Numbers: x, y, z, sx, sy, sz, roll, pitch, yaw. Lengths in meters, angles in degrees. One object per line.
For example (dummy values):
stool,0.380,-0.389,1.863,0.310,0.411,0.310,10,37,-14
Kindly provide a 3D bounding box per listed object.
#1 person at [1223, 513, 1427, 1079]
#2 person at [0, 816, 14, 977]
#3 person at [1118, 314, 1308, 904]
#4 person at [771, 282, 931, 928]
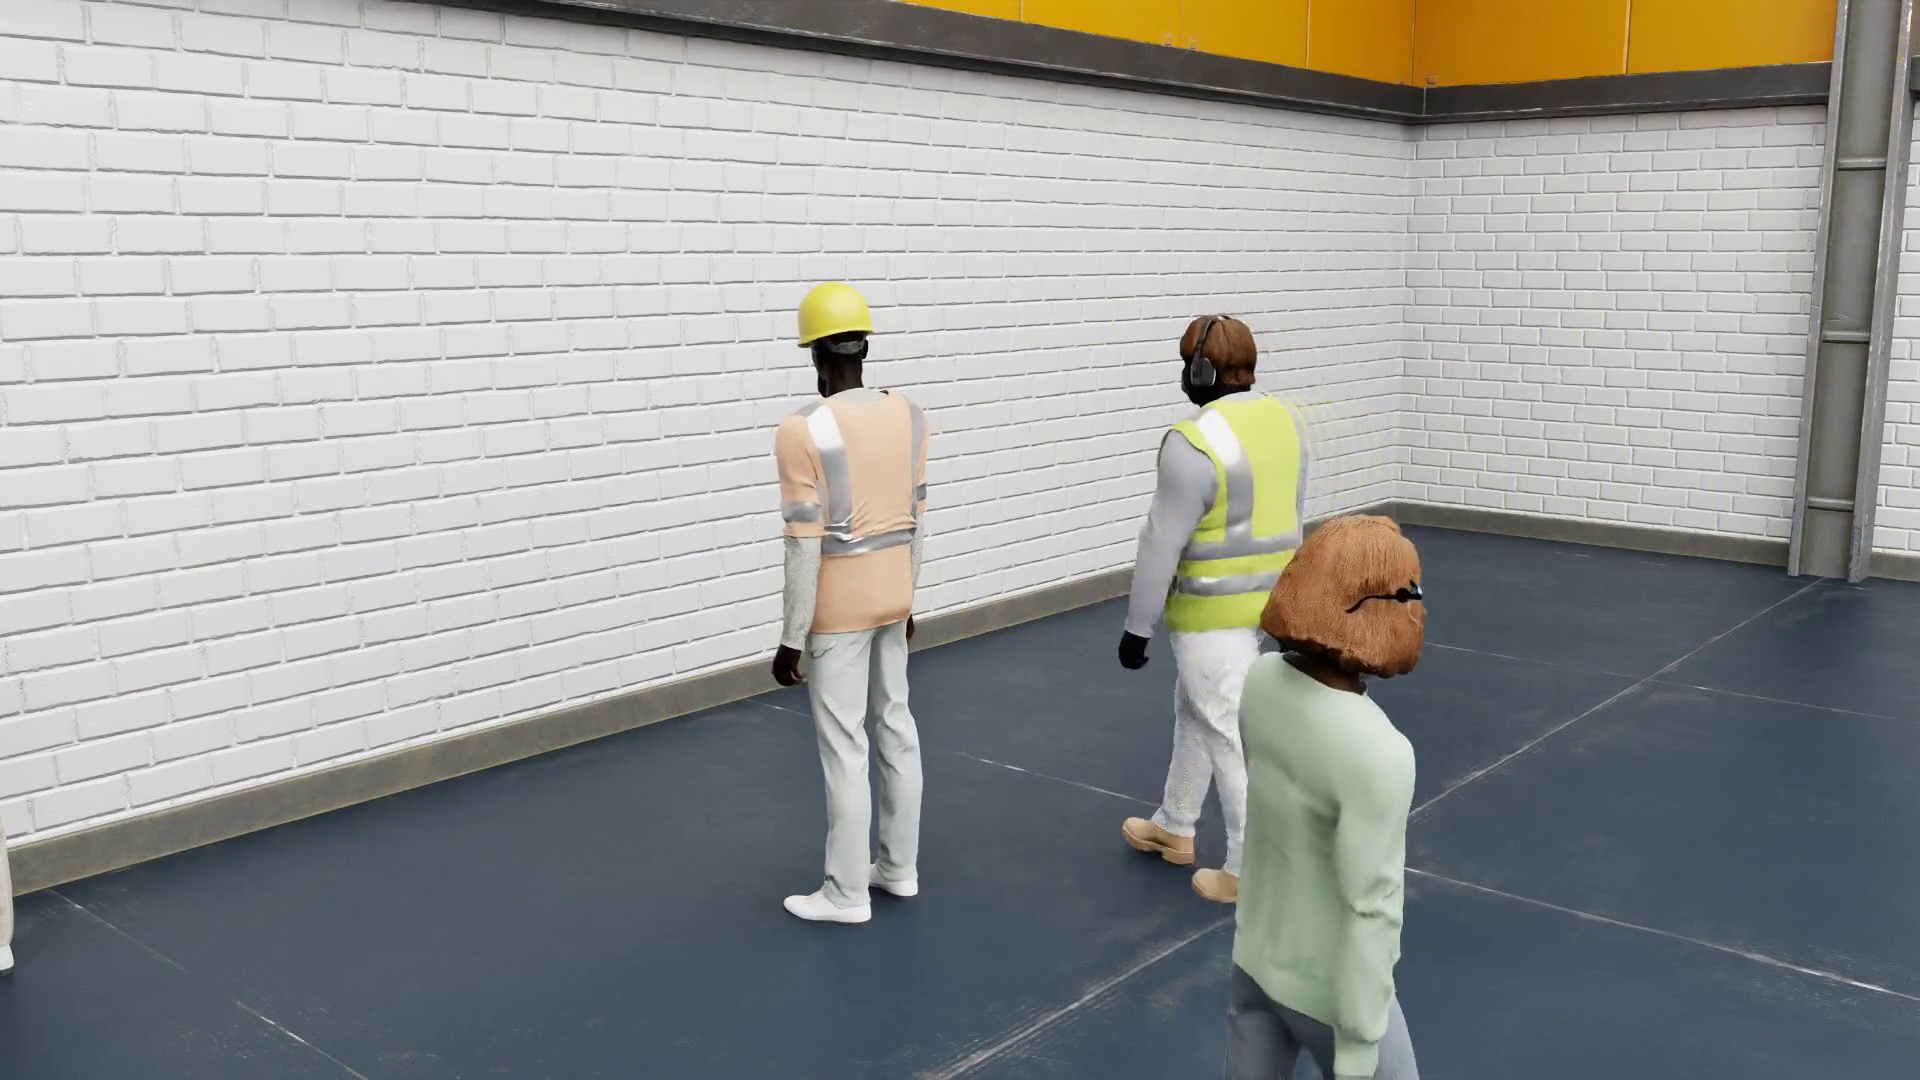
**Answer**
person,0.549,0.744,2.799,0.776,1.607,0.507,-4,11,-19
person,-2.786,0.441,4.413,0.310,1.639,0.514,3,10,15
person,0.708,0.212,5.204,0.813,1.811,0.655,9,13,40
person,-0.336,0.200,4.981,0.383,1.921,0.586,8,13,40
